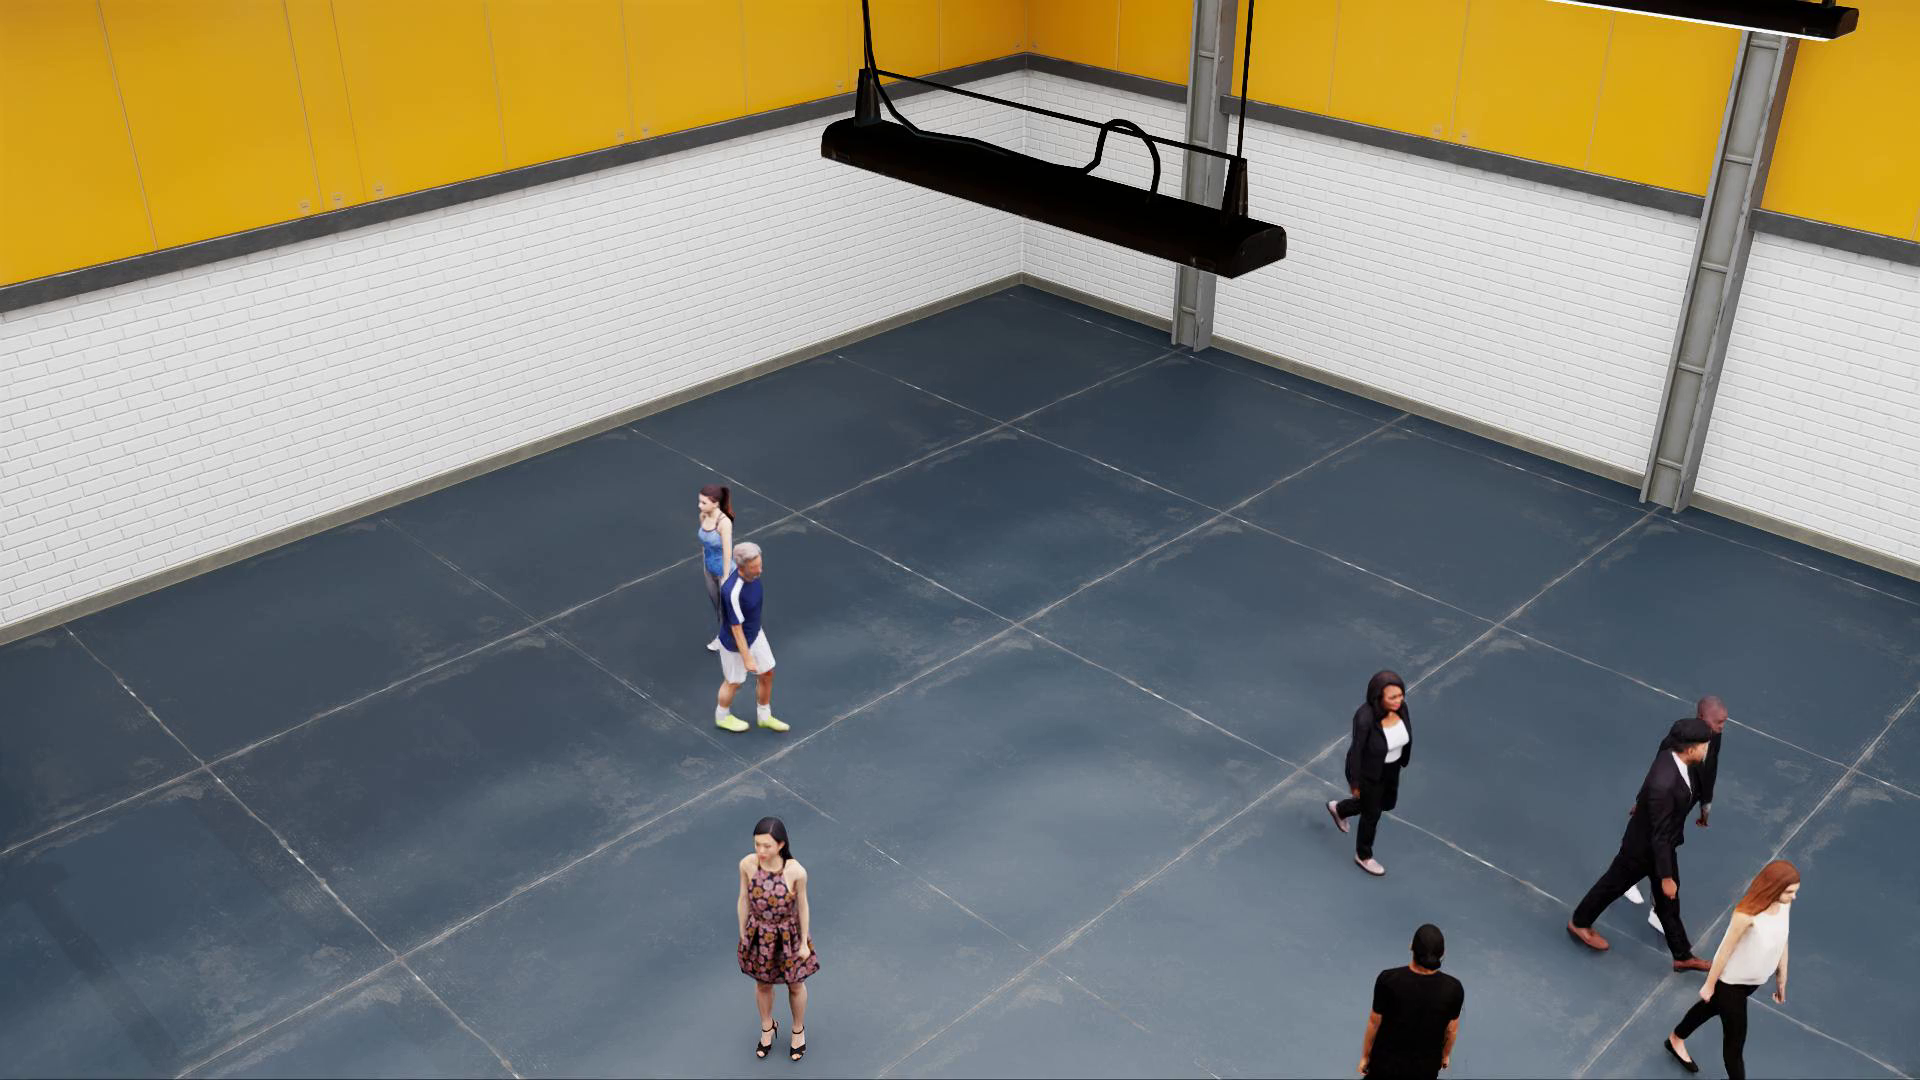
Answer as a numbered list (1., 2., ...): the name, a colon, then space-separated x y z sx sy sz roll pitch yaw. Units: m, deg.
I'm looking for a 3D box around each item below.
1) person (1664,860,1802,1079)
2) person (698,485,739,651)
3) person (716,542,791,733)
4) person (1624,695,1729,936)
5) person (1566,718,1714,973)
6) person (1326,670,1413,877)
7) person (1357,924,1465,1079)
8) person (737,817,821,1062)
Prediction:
1. person: 4.464 2.498 9.703 0.819 1.677 1.137 -13 31 -22
2. person: -1.989 0.256 13.887 0.620 1.605 0.464 -22 36 -35
3. person: -1.731 0.752 12.802 0.983 1.774 0.874 5 29 9
4. person: 4.662 1.707 11.100 0.851 1.728 1.032 -11 31 -20
5. person: 4.290 1.915 10.620 1.206 1.822 0.808 23 36 36
6. person: 2.808 1.554 11.511 0.679 1.602 0.843 -22 35 -34
7. person: 2.409 2.854 8.978 0.815 1.746 0.881 2 29 4
8. person: -1.088 2.371 9.835 0.788 1.774 0.862 4 29 8
